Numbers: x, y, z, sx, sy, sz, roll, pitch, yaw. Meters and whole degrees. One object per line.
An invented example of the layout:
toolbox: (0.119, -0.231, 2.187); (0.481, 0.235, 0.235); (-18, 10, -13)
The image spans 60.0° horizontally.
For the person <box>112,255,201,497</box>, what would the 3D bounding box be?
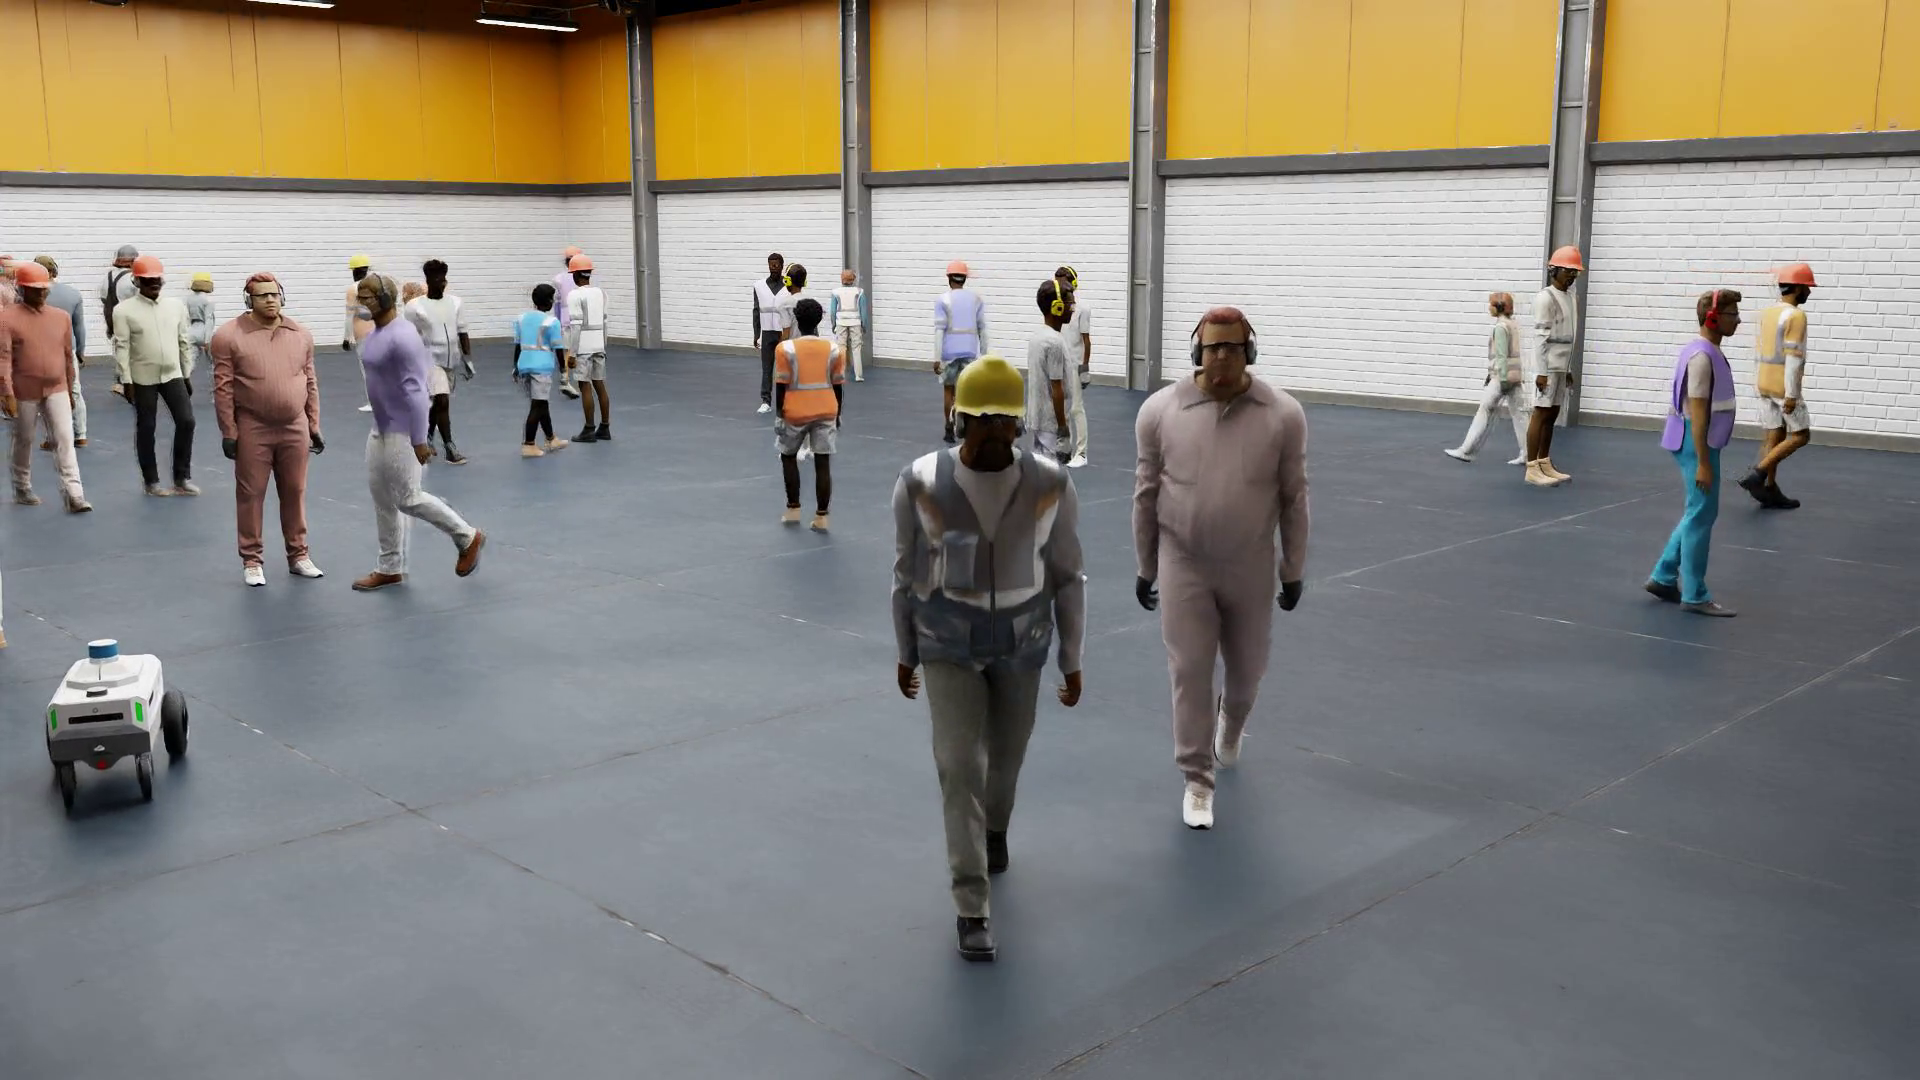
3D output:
person: (-6.494, -1.311, 13.478); (0.673, 1.967, 0.651); (8, 13, 38)

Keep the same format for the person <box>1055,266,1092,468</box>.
person: (0.998, -1.585, 15.316); (0.367, 1.853, 0.490); (-9, 14, -41)

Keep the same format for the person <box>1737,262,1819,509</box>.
person: (6.373, -1.183, 12.897); (0.454, 1.923, 0.561); (0, 10, 0)

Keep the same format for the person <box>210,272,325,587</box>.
person: (-4.227, -0.683, 10.231); (0.636, 1.911, 0.406); (-10, 14, -43)

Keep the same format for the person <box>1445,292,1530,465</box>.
person: (4.992, -1.491, 15.475); (0.846, 1.601, 0.525); (7, 12, 33)

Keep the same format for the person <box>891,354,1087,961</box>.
person: (0.082, 0.299, 5.225); (0.596, 1.792, 0.919); (-1, 10, -8)

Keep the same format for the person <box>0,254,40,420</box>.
person: (-11.023, -2.352, 19.337); (0.410, 1.909, 0.643); (-2, 11, -12)

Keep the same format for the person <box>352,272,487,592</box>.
person: (-3.335, -0.654, 10.050); (0.705, 1.918, 0.650); (-8, 13, -37)

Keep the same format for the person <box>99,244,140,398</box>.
person: (-10.589, -2.773, 21.267); (0.686, 2.000, 0.545); (6, 12, 29)

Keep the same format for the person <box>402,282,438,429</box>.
person: (-5.965, -2.015, 18.282); (0.497, 1.612, 0.522); (0, 10, -2)

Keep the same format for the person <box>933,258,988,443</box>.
person: (0.033, -1.905, 16.924); (0.595, 1.904, 0.754); (-4, 11, -20)

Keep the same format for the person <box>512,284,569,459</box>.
person: (-3.987, -1.637, 16.073); (0.550, 1.660, 0.766); (7, 12, 33)

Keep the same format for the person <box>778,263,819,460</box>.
person: (-1.542, -1.693, 15.847); (0.310, 1.868, 0.533); (9, 14, 40)

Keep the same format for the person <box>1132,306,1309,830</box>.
person: (0.968, 0.065, 6.229); (0.650, 1.884, 0.787); (1, 10, 5)

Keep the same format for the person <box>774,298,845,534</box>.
person: (-1.108, -0.902, 12.026); (0.557, 1.672, 0.611); (-4, 11, -23)

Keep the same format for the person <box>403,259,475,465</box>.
person: (-4.952, -1.692, 15.726); (0.974, 1.917, 0.588); (8, 13, 38)

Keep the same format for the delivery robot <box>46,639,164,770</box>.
delivery robot: (-3.327, 0.633, 6.493); (0.477, 0.478, 0.707); (-4, 11, -20)

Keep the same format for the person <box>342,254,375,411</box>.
person: (-7.212, -2.498, 20.134); (0.428, 1.911, 0.585); (3, 11, 18)

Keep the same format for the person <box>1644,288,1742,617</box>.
person: (4.201, -0.492, 9.401); (0.430, 1.854, 0.591); (5, 12, 27)

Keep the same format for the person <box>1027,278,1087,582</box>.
person: (0.582, -0.669, 10.256); (0.329, 1.873, 0.508); (-3, 11, -15)

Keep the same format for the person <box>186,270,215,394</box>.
person: (-9.627, -2.549, 20.976); (0.492, 1.698, 0.831); (5, 11, 23)

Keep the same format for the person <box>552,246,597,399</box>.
person: (-5.063, -2.860, 21.876); (0.605, 2.008, 0.930); (0, 10, -2)

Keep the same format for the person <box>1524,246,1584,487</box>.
person: (5.101, -1.482, 14.228); (0.394, 2.040, 0.609); (9, 14, 41)

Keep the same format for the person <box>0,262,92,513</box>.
person: (-7.166, -1.183, 12.904); (1.106, 1.935, 0.622); (9, 14, 41)

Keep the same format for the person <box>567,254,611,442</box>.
person: (-3.875, -1.976, 17.208); (0.376, 1.932, 0.551); (5, 12, 28)

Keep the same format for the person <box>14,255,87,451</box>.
person: (-9.001, -1.849, 16.507); (0.372, 1.939, 0.629); (9, 14, 41)

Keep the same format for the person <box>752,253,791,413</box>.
person: (-2.202, -2.487, 20.037); (0.587, 1.920, 0.390); (1, 10, 3)

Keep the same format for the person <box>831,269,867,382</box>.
person: (-1.621, -3.113, 24.221); (0.523, 1.636, 0.310); (0, 10, 1)

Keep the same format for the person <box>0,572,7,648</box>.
person: (-5.171, -0.336, 8.522); (0.630, 1.843, 0.429); (10, 15, 44)
